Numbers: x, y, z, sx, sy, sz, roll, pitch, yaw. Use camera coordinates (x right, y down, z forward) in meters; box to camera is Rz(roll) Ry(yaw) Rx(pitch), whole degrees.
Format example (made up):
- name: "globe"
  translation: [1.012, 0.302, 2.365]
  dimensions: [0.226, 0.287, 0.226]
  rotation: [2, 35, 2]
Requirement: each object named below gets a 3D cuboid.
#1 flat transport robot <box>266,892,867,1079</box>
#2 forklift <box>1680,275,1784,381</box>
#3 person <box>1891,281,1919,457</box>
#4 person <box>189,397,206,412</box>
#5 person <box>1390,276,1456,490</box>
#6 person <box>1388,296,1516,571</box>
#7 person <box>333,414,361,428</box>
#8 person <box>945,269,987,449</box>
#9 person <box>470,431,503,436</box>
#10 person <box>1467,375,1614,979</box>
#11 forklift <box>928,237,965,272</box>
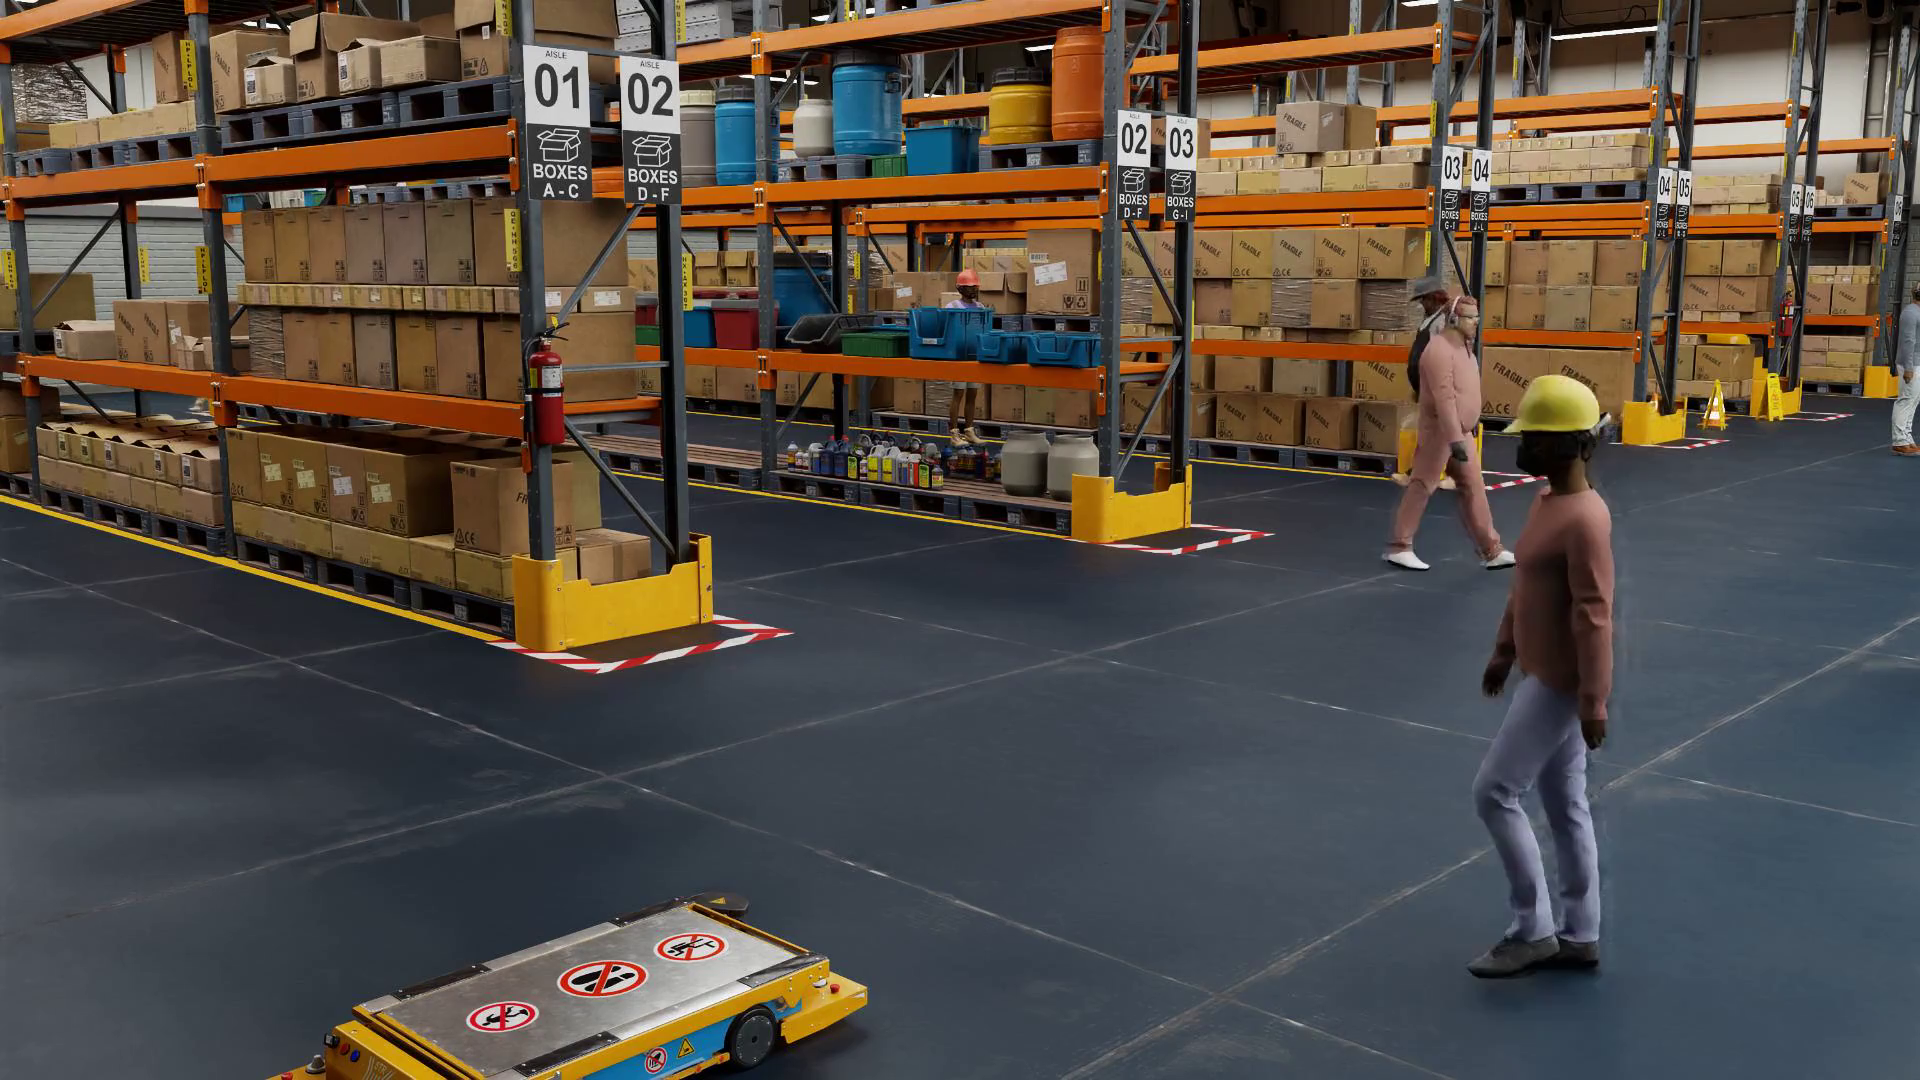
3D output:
- name: "flat transport robot"
  translation: [-0.980, 1.246, 4.283]
  dimensions: [0.652, 0.197, 1.431]
  rotation: [9, 13, 43]
- name: "forklift"
  translation: [12.480, -3.427, 27.053]
  dimensions: [1.214, 2.155, 2.313]
  rotation: [9, 13, 43]
- name: "person"
  translation: [10.556, -1.907, 18.387]
  dimensions: [0.370, 1.939, 0.631]
  rotation: [9, 13, 43]
- name: "person"
  translation: [-10.895, -2.669, 24.141]
  dimensions: [0.503, 1.584, 0.901]
  rotation: [4, 10, 21]
- name: "person"
  translation: [4.383, -1.465, 15.494]
  dimensions: [0.827, 2.000, 0.777]
  rotation: [0, 9, -1]
- name: "person"
  translation: [3.368, -0.695, 11.196]
  dimensions: [0.981, 1.863, 0.661]
  rotation: [8, 12, 39]
- name: "person"
  translation: [-6.502, -1.686, 17.386]
  dimensions: [0.697, 1.825, 0.530]
  rotation: [7, 12, 36]
- name: "person"
  translation: [0.092, -2.084, 19.152]
  dimensions: [0.376, 2.043, 0.609]
  rotation: [9, 13, 43]
- name: "person"
  translation: [-4.242, -1.191, 14.930]
  dimensions: [0.280, 1.633, 0.502]
  rotation: [9, 13, 43]
- name: "person"
  translation: [1.660, 0.404, 4.809]
  dimensions: [0.534, 1.751, 0.532]
  rotation: [2, 10, 13]
- name: "forklift"
  translation: [-0.326, -5.817, 39.609]
  dimensions: [1.129, 2.768, 1.873]
  rotation: [9, 13, 43]
